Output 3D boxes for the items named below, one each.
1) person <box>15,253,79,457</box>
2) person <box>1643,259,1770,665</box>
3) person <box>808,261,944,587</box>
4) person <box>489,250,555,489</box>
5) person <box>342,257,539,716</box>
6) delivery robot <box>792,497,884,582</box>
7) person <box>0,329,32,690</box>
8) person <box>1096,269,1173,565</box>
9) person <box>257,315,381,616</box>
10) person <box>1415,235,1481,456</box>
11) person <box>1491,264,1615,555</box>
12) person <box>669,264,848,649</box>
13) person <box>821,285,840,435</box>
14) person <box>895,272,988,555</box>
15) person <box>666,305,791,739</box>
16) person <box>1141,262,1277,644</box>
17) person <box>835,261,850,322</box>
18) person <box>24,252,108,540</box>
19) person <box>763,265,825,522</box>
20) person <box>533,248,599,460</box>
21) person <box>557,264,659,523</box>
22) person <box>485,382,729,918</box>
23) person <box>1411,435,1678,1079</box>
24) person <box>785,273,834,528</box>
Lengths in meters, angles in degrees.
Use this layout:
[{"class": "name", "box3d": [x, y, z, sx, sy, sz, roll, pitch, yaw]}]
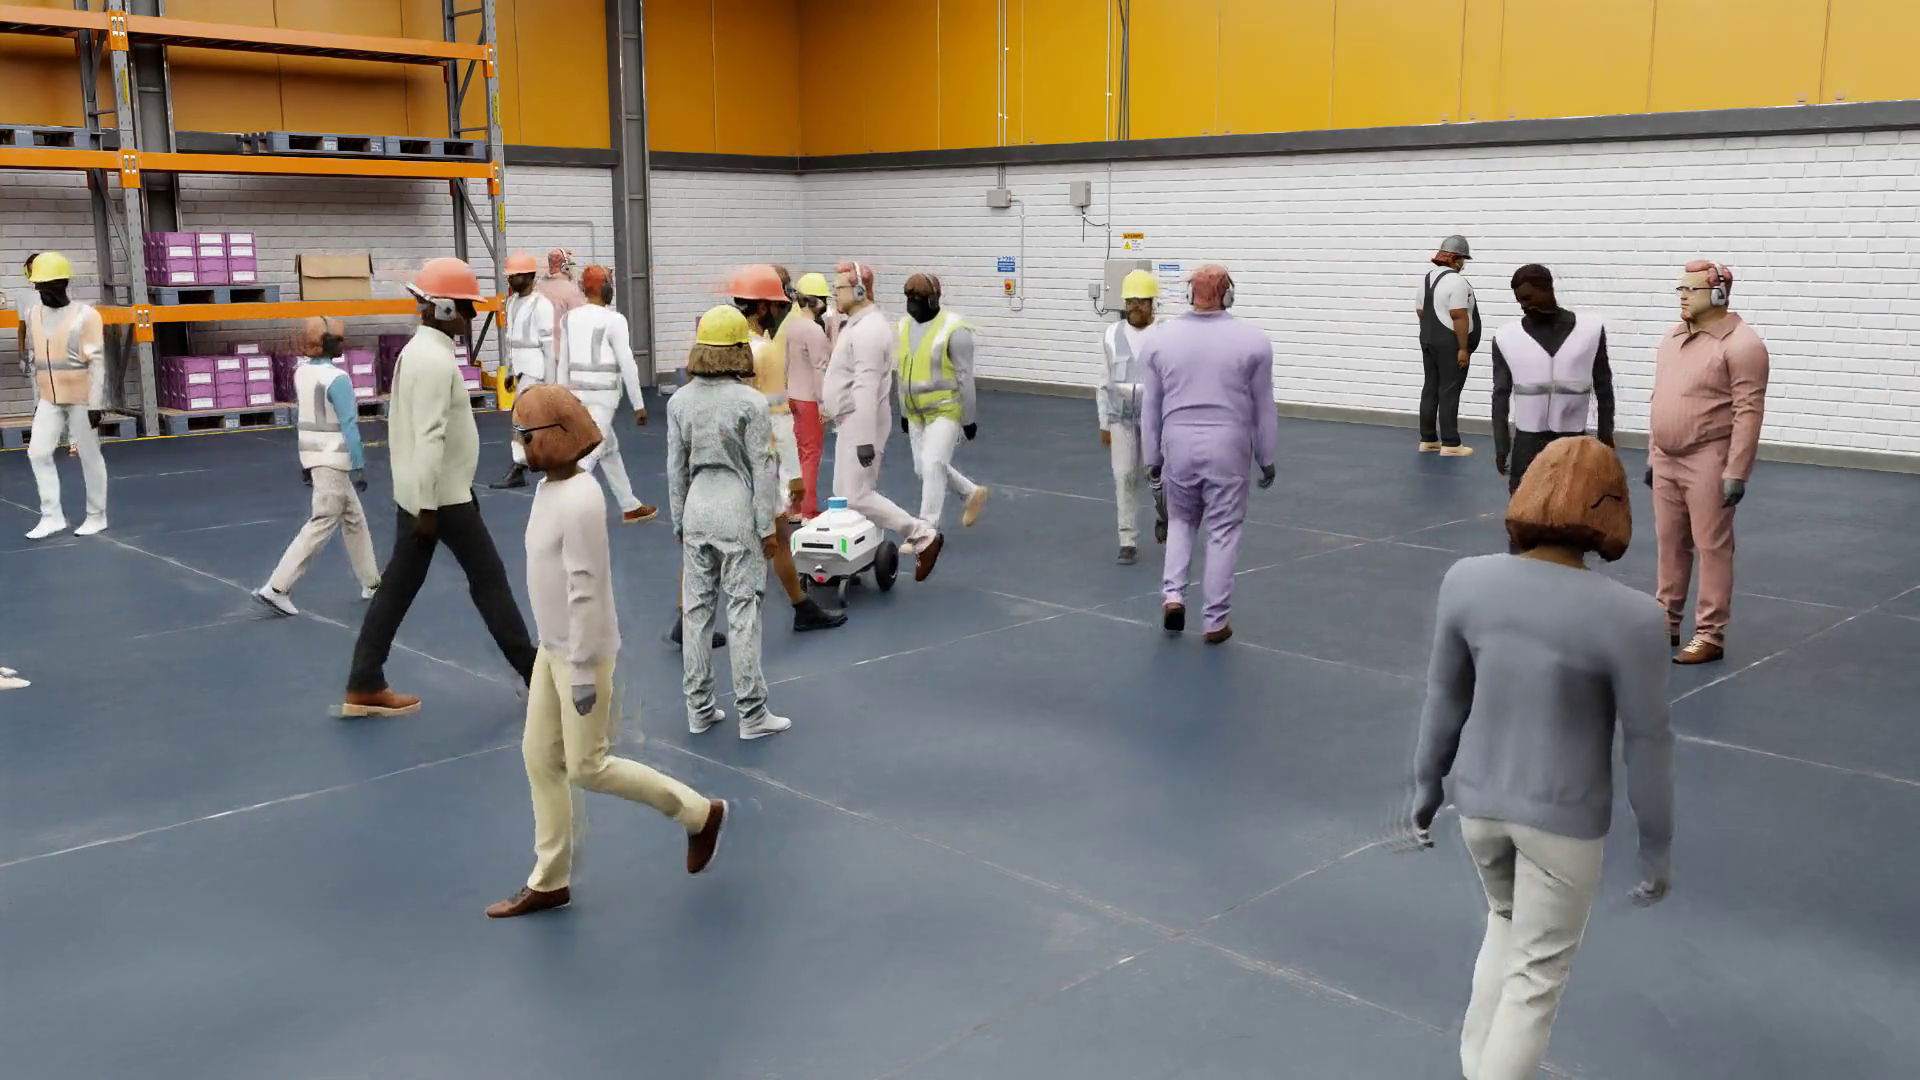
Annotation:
[{"class": "person", "box3d": [-8.328, -1.674, 15.203, 0.509, 1.853, 0.318, -2, 11, -12]}, {"class": "person", "box3d": [3.485, -0.368, 7.915, 0.400, 1.910, 0.643, -3, 11, -15]}, {"class": "person", "box3d": [-0.501, -0.639, 9.472, 0.685, 1.886, 0.643, -1, 10, -7]}, {"class": "person", "box3d": [-3.430, -1.388, 13.485, 0.880, 1.910, 0.547, -9, 14, -40]}, {"class": "person", "box3d": [-2.148, -0.214, 7.016, 1.068, 1.927, 0.633, -5, 12, -26]}, {"class": "delivery robot", "box3d": [-0.681, 0.000, 9.341, 0.477, 0.478, 0.707, 3, 11, 15]}, {"class": "person", "box3d": [-4.400, -0.208, 7.439, 0.329, 1.770, 0.529, -4, 11, -21]}, {"class": "person", "box3d": [1.143, -0.773, 10.362, 0.606, 1.818, 0.610, 4, 11, 20]}, {"class": "person", "box3d": [-3.430, -0.405, 8.950, 0.829, 1.603, 0.528, -10, 14, -42]}, {"class": "person", "box3d": [4.543, -1.806, 15.391, 0.536, 2.000, 0.675, -3, 11, -16]}, {"class": "person", "box3d": [3.258, -0.552, 9.034, 0.753, 1.876, 0.384, 2, 11, 12]}, {"class": "person", "box3d": [-1.027, -0.409, 8.208, 1.006, 1.889, 0.564, -7, 12, -32]}, {"class": "person", "box3d": [-1.404, -1.766, 16.412, 0.534, 1.587, 0.900, 2, 11, 13]}, {"class": "person", "box3d": [-0.094, -0.831, 10.761, 0.792, 1.803, 0.647, -10, 14, -43]}, {"class": "person", "box3d": [-0.944, -0.069, 6.729, 0.486, 1.744, 0.311, 5, 12, 26]}, {"class": "person", "box3d": [1.246, -0.427, 8.297, 0.651, 1.892, 0.434, 4, 11, 21]}, {"class": "person", "box3d": [-1.313, -2.392, 19.444, 0.899, 1.716, 0.545, 4, 11, 19]}, {"class": "person", "box3d": [-5.977, -0.940, 11.026, 0.629, 1.900, 0.713, 2, 11, 11]}, {"class": "person", "box3d": [-1.299, -1.018, 11.725, 0.637, 1.801, 0.925, 3, 11, 17]}, {"class": "person", "box3d": [-3.532, -1.642, 14.865, 0.654, 1.906, 0.408, 7, 13, 34]}, {"class": "person", "box3d": [-2.466, -0.954, 11.346, 0.589, 1.831, 1.009, 8, 13, 38]}, {"class": "person", "box3d": [-1.080, 0.329, 4.949, 0.649, 1.611, 0.498, -5, 12, -26]}, {"class": "person", "box3d": [1.235, 0.583, 3.497, 0.481, 1.612, 0.542, -8, 13, -39]}, {"class": "person", "box3d": [-1.028, -0.959, 11.531, 0.330, 1.765, 0.533, -6, 12, -28]}]
